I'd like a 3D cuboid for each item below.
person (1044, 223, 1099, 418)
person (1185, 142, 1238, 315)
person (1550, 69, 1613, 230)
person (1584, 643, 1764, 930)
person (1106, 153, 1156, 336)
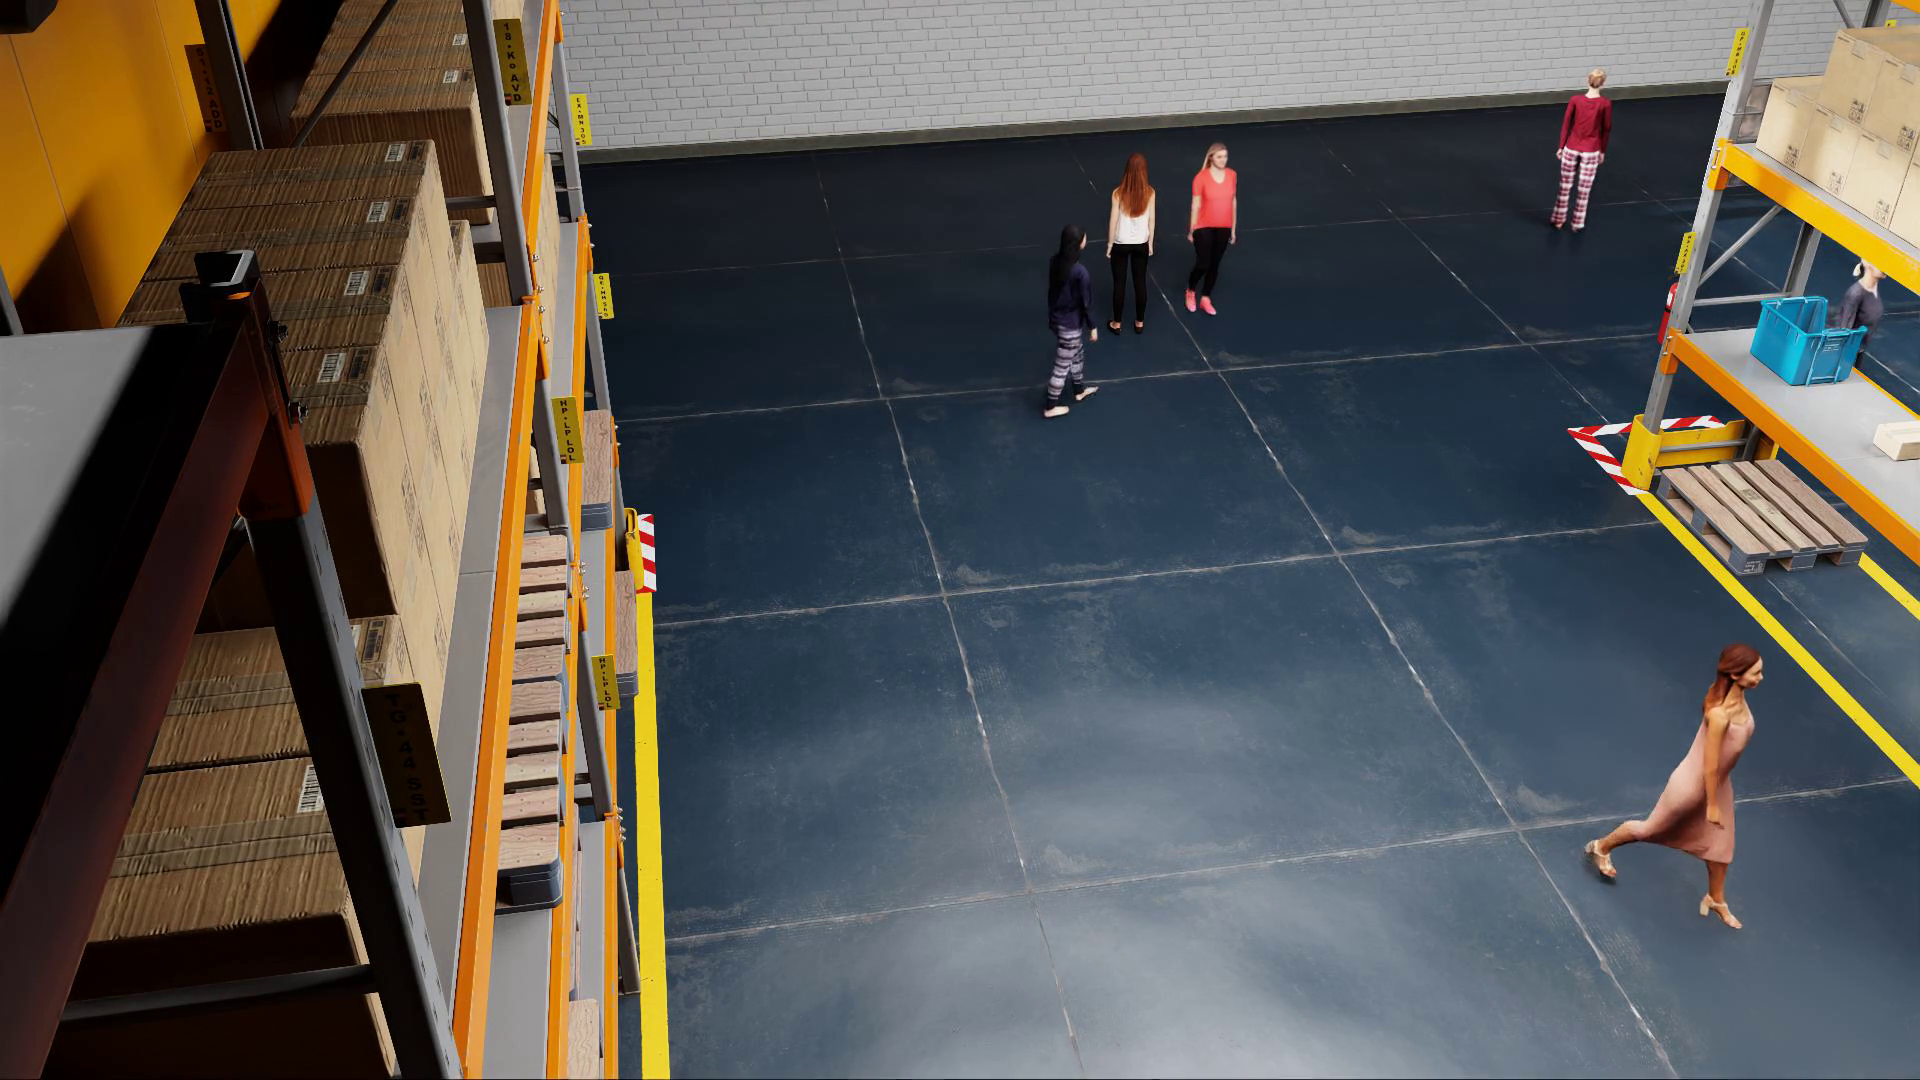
[{"bbox_3d":[0.826,-1.791,13.799,0.862,1.715,0.893,-20,38,-27],"label":"person"},{"bbox_3d":[2.306,-2.929,15.539,0.643,1.685,0.674,-12,35,-17],"label":"person"},{"bbox_3d":[6.441,-4.058,17.223,0.692,1.700,0.695,13,36,19],"label":"person"},{"bbox_3d":[3.930,1.307,9.069,1.187,1.791,1.011,29,43,36],"label":"person"},{"bbox_3d":[1.556,-2.688,15.143,0.593,1.722,0.498,-4,34,-6],"label":"person"}]
